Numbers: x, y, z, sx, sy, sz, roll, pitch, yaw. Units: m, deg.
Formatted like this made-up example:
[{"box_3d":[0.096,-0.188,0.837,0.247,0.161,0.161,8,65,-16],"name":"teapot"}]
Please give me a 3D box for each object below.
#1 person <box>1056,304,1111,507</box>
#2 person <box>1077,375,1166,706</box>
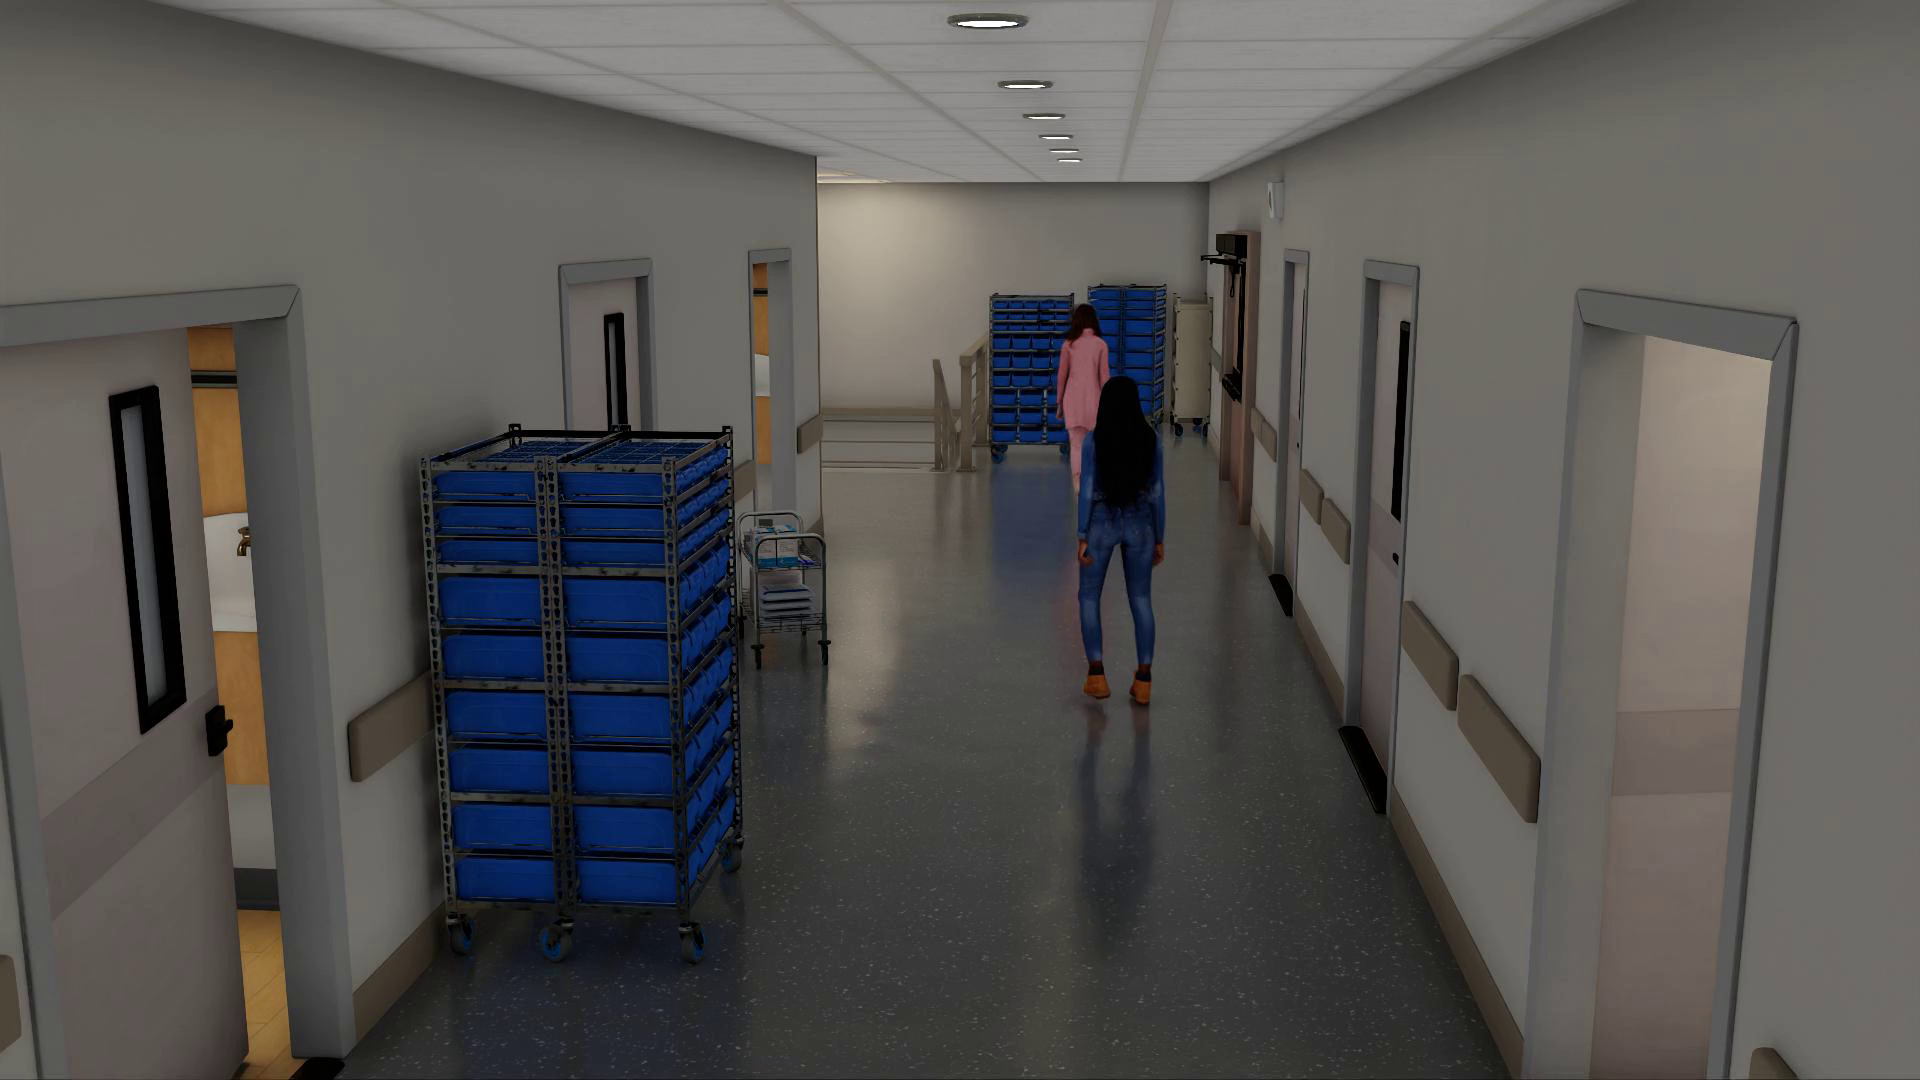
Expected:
[{"box_3d":[1.062,-1.123,14.420,0.635,1.766,1.091,1,11,3],"name":"person"},{"box_3d":[0.823,0.004,8.665,0.690,1.698,0.660,-2,11,-8],"name":"person"}]
